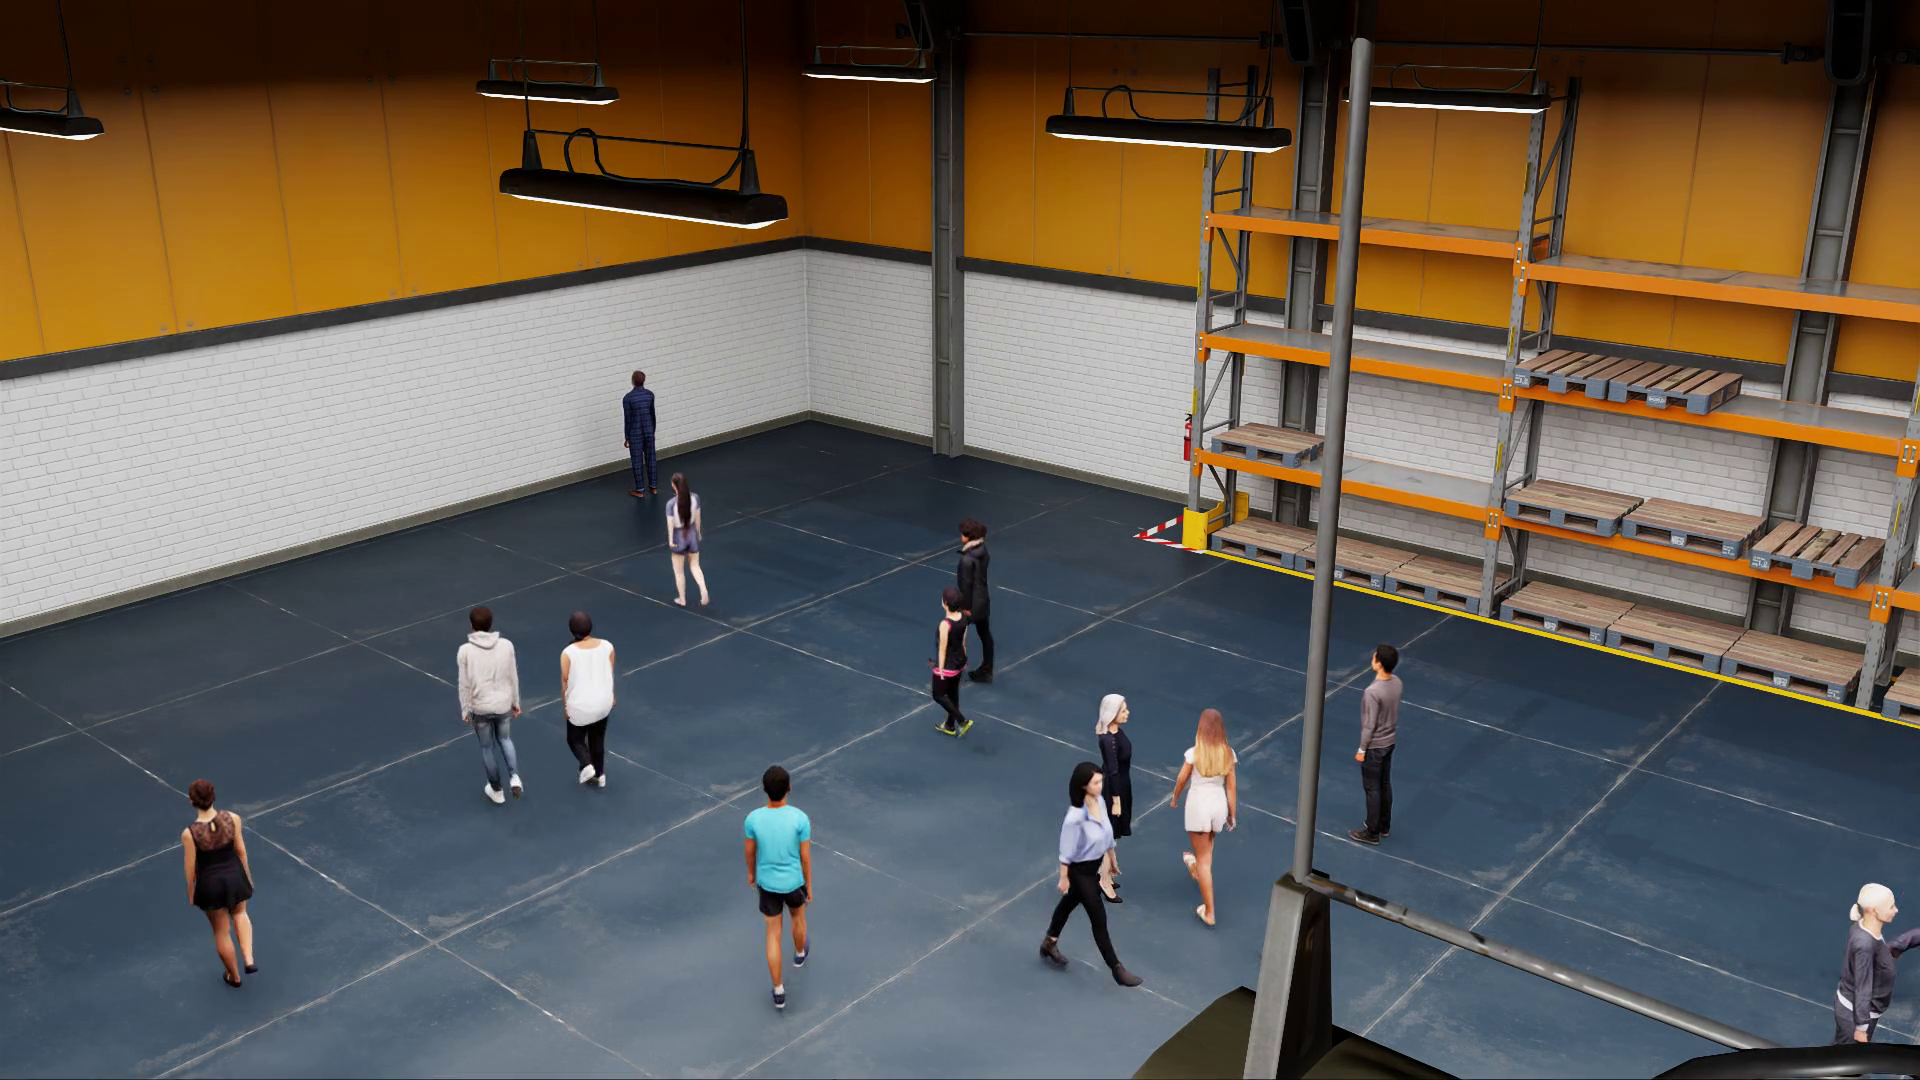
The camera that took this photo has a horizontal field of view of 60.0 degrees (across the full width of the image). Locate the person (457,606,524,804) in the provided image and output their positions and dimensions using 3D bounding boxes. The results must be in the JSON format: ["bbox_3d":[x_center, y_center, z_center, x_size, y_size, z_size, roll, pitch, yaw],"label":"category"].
[{"bbox_3d":[-4.094,1.501,14.580,0.811,1.836,0.943,-12,22,-31],"label":"person"}]

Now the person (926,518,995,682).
[{"bbox_3d":[0.213,0.660,17.216,1.007,1.747,0.758,10,21,28],"label":"person"}]

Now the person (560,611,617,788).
[{"bbox_3d":[-3.331,1.466,14.934,0.748,1.676,0.738,-11,22,-31],"label":"person"}]

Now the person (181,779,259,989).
[{"bbox_3d":[-5.257,2.491,11.902,0.623,1.668,0.656,-16,24,-39],"label":"person"}]

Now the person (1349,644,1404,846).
[{"bbox_3d":[3.530,1.719,14.040,0.661,1.766,0.523,15,24,38],"label":"person"}]

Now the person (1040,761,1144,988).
[{"bbox_3d":[0.828,2.403,12.117,1.137,1.697,0.753,12,22,32],"label":"person"}]

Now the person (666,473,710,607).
[{"bbox_3d":[-3.144,0.027,19.266,0.722,1.637,0.874,-13,23,-34],"label":"person"}]

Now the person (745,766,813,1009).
[{"bbox_3d":[-1.280,2.492,11.777,1.027,1.747,1.053,0,19,-1],"label":"person"}]

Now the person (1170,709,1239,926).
[{"bbox_3d":[1.933,2.173,12.881,1.006,1.647,1.168,-5,19,-15],"label":"person"}]

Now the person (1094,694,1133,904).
[{"bbox_3d":[1.208,2.021,13.176,0.745,1.746,0.705,1,19,2],"label":"person"}]

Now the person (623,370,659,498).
[{"bbox_3d":[-4.517,-1.522,23.584,0.699,1.817,0.654,-15,24,-37],"label":"person"}]

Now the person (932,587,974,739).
[{"bbox_3d":[-0.045,1.196,15.948,0.750,1.540,0.529,15,24,38],"label":"person"}]

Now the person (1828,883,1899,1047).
[{"bbox_3d":[5.652,2.937,10.486,0.617,1.727,0.655,8,20,22],"label":"person"}]
